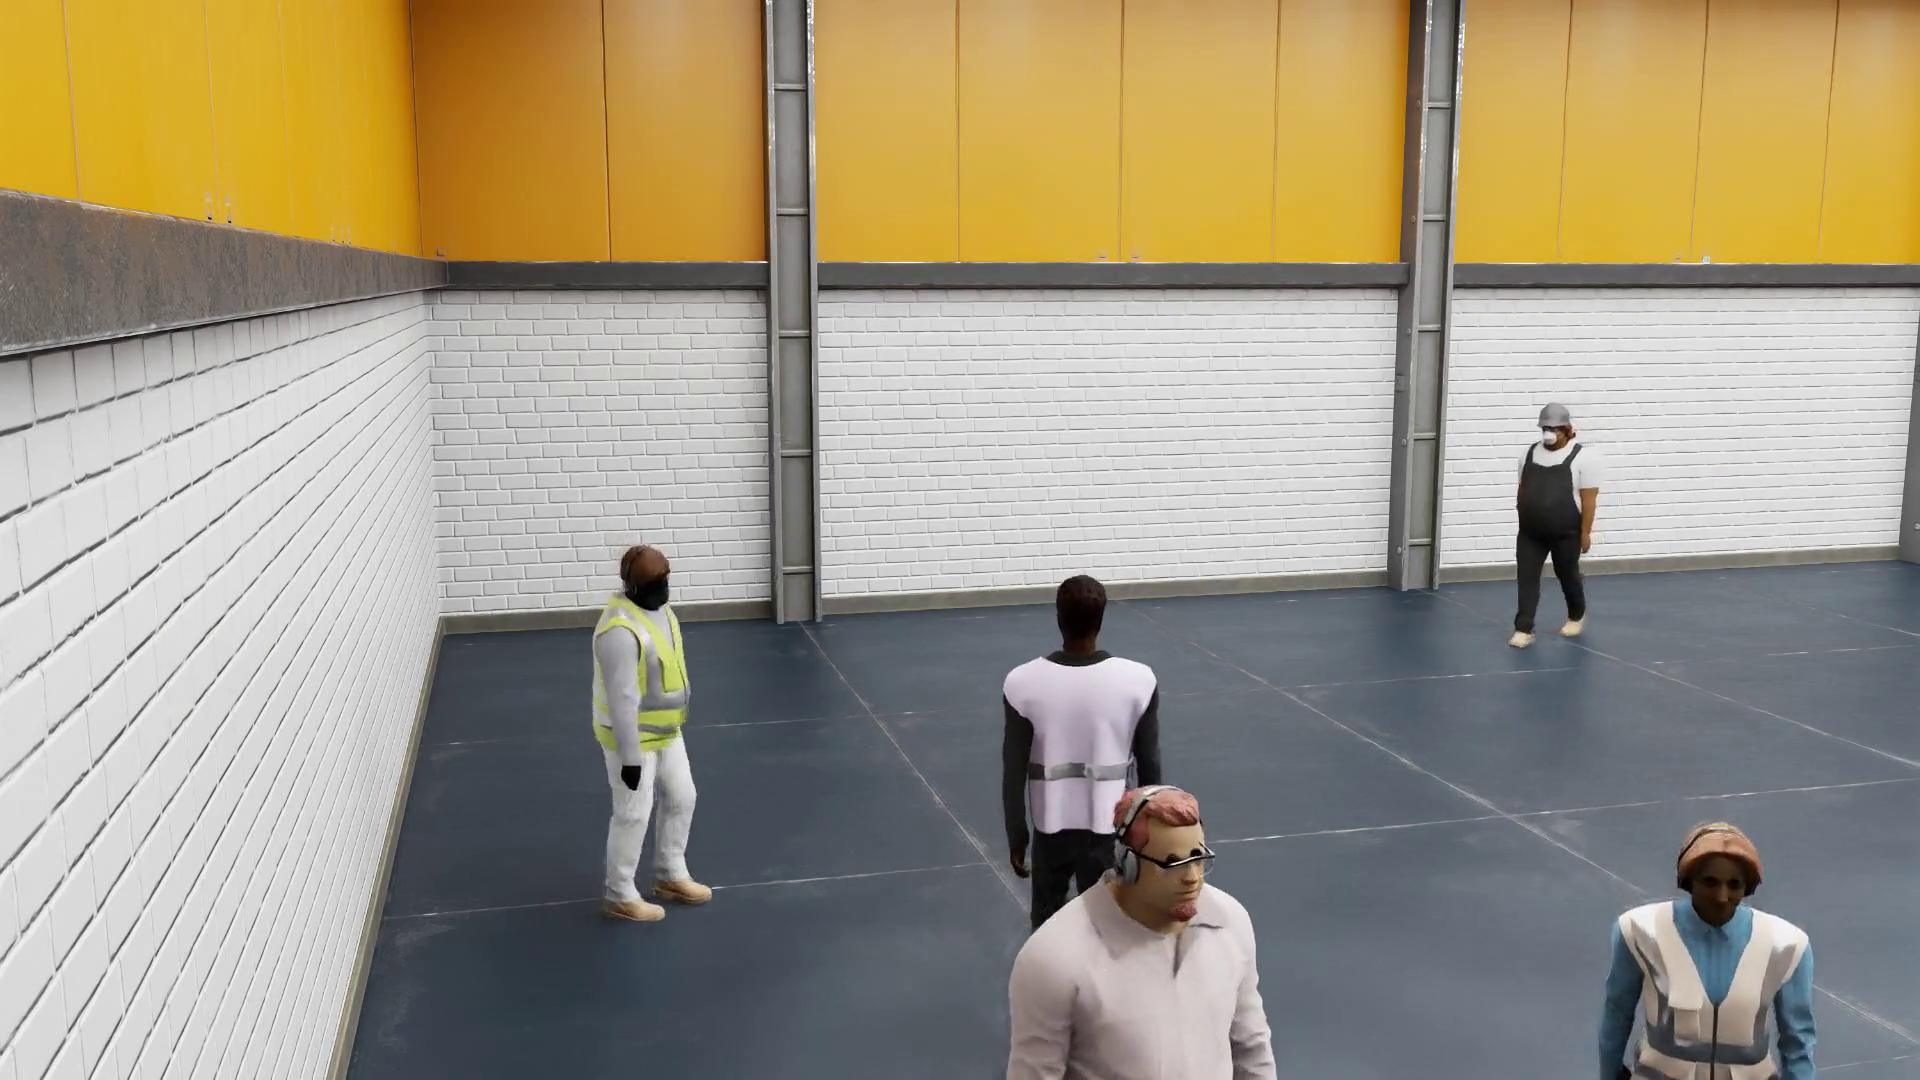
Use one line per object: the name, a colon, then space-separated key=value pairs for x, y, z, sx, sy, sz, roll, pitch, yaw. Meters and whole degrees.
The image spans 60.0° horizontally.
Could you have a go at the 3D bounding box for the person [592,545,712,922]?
person: x=-1.454 y=0.912 z=7.662 sx=0.523 sy=1.811 sz=0.667 roll=2 pitch=9 yaw=12

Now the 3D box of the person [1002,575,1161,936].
person: x=0.474 y=1.069 z=6.404 sx=0.596 sy=1.897 sz=0.600 roll=1 pitch=9 yaw=7

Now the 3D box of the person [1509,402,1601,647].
person: x=4.895 y=-0.170 z=13.680 sx=0.683 sy=2.000 sz=0.966 roll=8 pitch=12 yaw=41

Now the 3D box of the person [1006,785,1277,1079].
person: x=0.494 y=1.493 z=3.802 sx=0.668 sy=1.873 sz=0.852 roll=-6 pitch=11 yaw=-33

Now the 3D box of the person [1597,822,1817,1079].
person: x=2.001 y=1.527 z=4.499 sx=0.516 sy=1.583 sz=0.888 roll=2 pitch=9 yaw=14
